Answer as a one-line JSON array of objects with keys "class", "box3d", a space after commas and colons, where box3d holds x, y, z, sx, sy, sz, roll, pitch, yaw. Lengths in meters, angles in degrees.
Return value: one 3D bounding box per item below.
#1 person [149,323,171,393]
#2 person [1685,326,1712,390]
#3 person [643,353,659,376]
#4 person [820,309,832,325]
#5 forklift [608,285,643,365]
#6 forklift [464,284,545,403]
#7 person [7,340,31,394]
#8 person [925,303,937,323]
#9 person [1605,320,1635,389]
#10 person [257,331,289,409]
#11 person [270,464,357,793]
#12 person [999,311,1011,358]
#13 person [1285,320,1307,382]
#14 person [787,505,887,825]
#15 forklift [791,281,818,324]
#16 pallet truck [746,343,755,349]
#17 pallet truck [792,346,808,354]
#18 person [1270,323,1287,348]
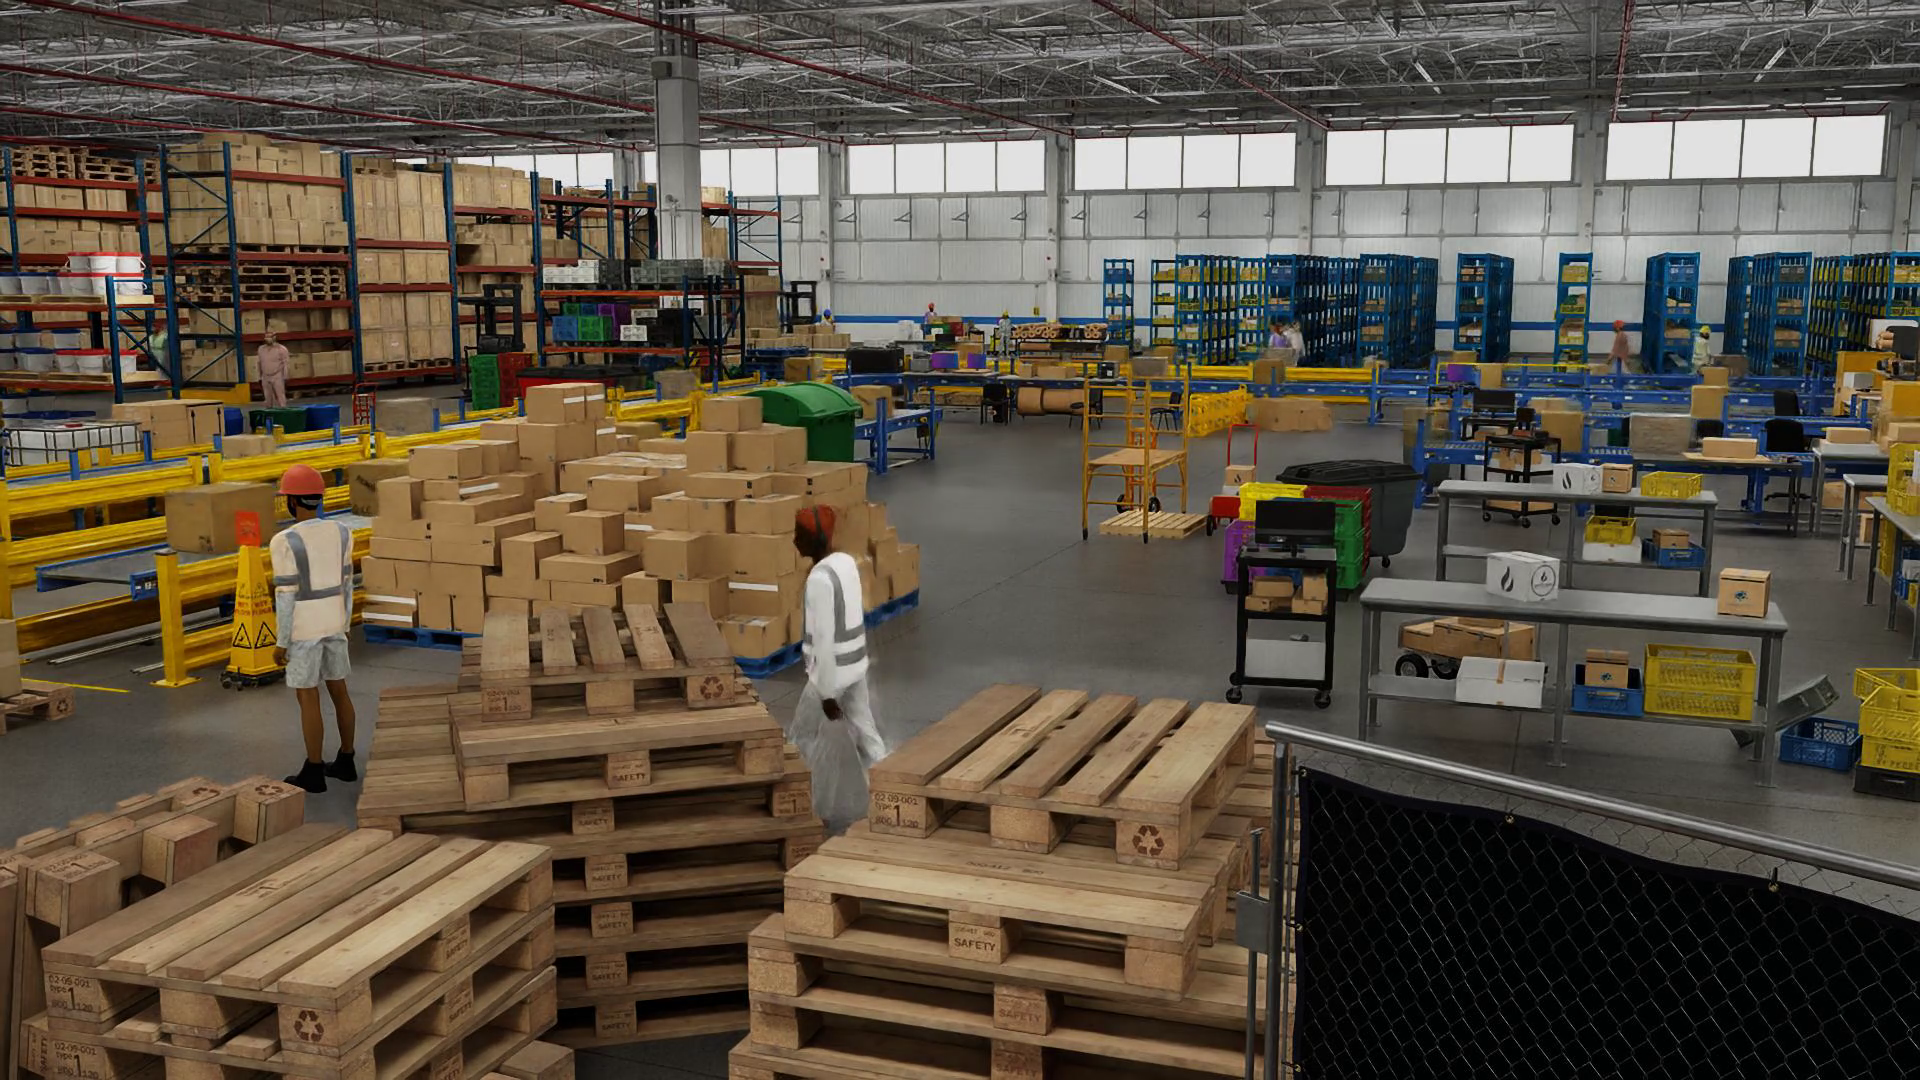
[{"class": "person", "box3d": [-20.836, -4.762, 43.361, 0.571, 1.812, 0.874, 4, 10, 23]}, {"class": "person", "box3d": [18.350, -4.377, 41.006, 0.930, 1.781, 0.613, 4, 10, 25]}, {"class": "person", "box3d": [-7.649, -4.342, 41.108, 0.376, 1.684, 0.539, 2, 9, 12]}, {"class": "person", "box3d": [-4.281, -6.422, 53.330, 0.406, 1.946, 0.608, 3, 9, 16]}, {"class": "forklift", "box3d": [-9.780, -6.110, 48.453, 1.129, 2.768, 1.873, 3, 10, 20]}, {"class": "forklift", "box3d": [-10.832, -4.702, 39.610, 1.129, 2.768, 1.873, 3, 10, 20]}, {"class": "person", "box3d": [-21.213, -3.719, 37.476, 0.509, 1.595, 0.846, 4, 10, 26]}, {"class": "person", "box3d": [-1.129, -8.400, 65.782, 0.552, 1.937, 0.356, -6, 11, -32]}, {"class": "person", "box3d": [16.244, -4.448, 40.978, 1.044, 1.943, 0.615, 5, 10, 30]}, {"class": "person", "box3d": [-14.055, -3.323, 34.000, 0.655, 1.906, 0.407, 1, 9, 3]}, {"class": "person", "box3d": [-3.815, 0.517, 9.794, 0.354, 1.939, 0.544, 5, 10, 28]}, {"class": "person", "box3d": [1.654, -7.532, 60.978, 0.485, 1.735, 0.346, -4, 10, -25]}, {"class": "person", "box3d": [8.820, -4.834, 43.677, 0.667, 1.842, 1.001, -9, 12, -43]}, {"class": "person", "box3d": [-0.762, 0.707, 8.945, 0.998, 1.814, 0.610, 3, 10, 19]}, {"class": "forklift", "box3d": [-5.733, -8.165, 61.359, 1.129, 2.768, 1.873, 3, 10, 20]}, {"class": "pallet truck", "box3d": [-6.183, -4.618, 44.264, 1.601, 1.201, 0.680, -9, 12, -43]}, {"class": "pallet truck", "box3d": [-3.705, -4.298, 42.022, 0.653, 1.274, 1.630, 3, 10, 20]}, {"class": "person", "box3d": [8.229, -4.763, 43.346, 0.629, 1.811, 0.771, -7, 12, -39]}]
